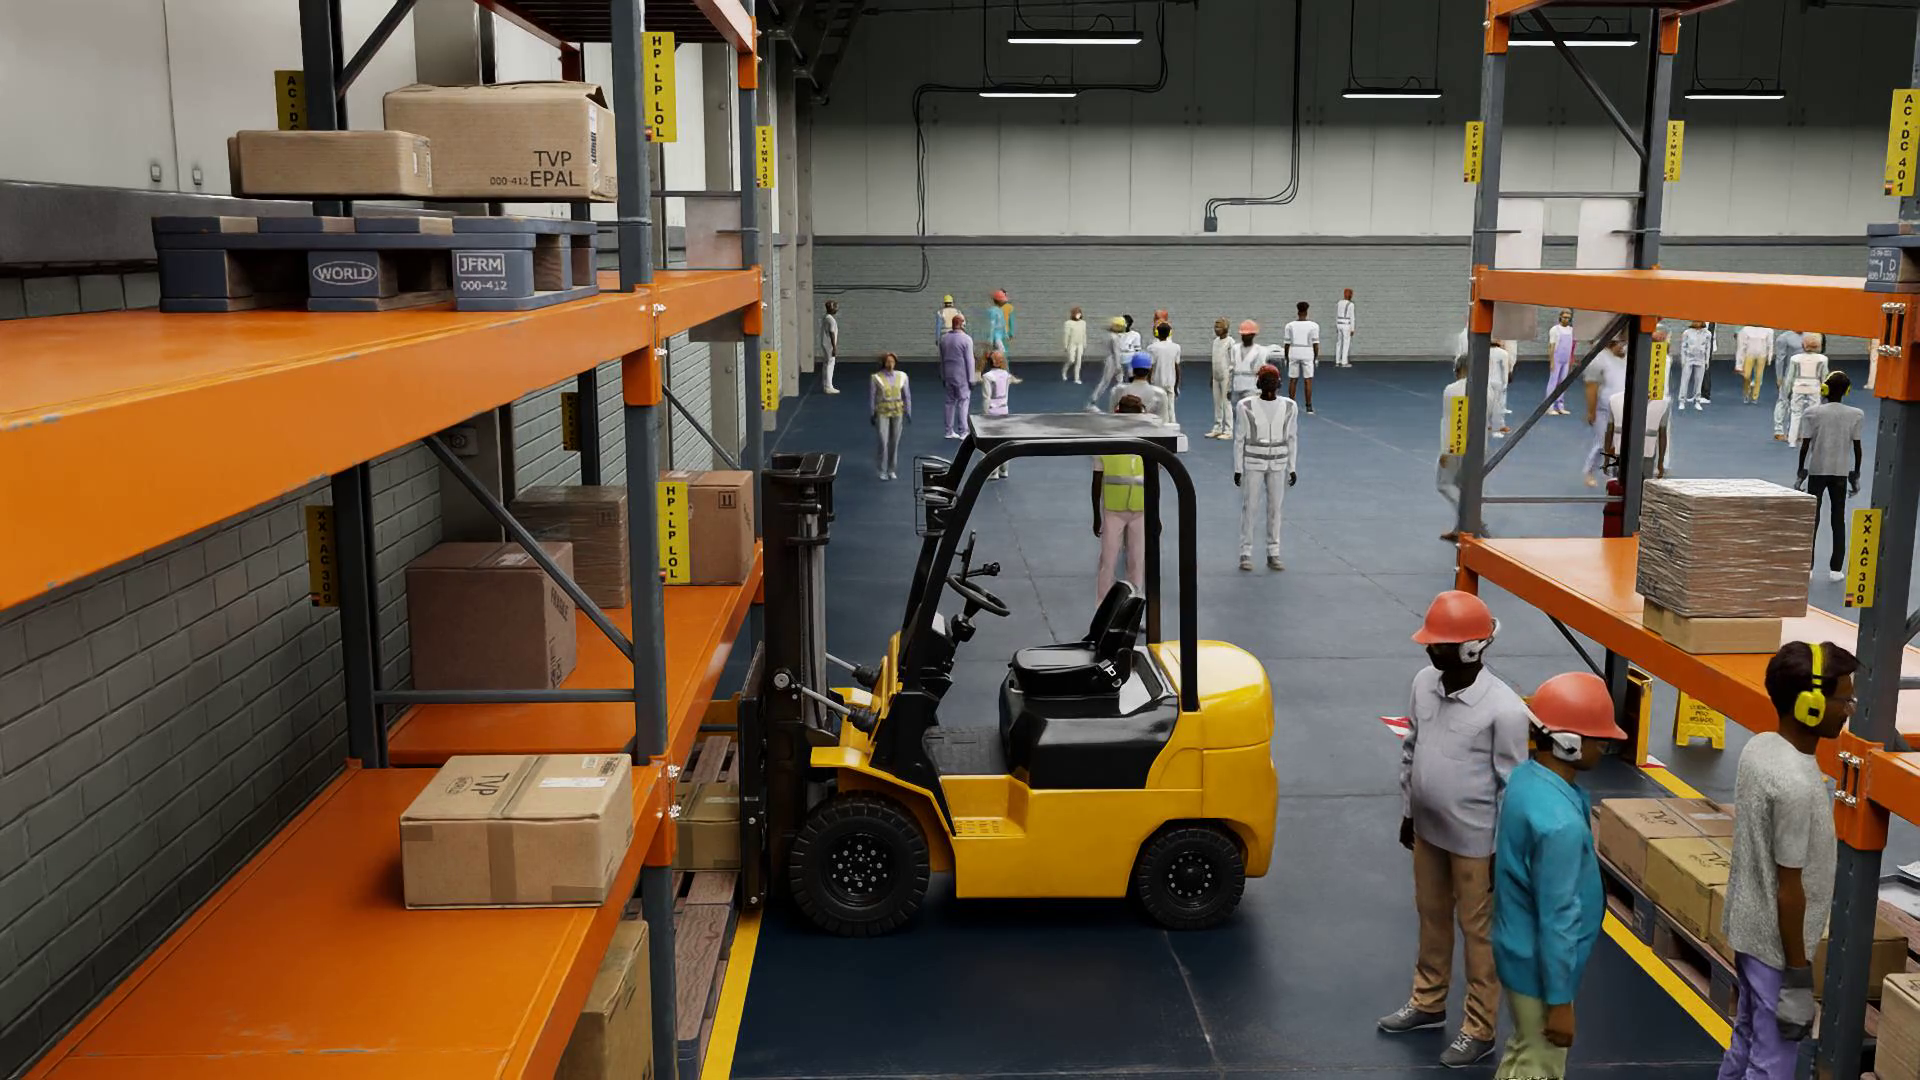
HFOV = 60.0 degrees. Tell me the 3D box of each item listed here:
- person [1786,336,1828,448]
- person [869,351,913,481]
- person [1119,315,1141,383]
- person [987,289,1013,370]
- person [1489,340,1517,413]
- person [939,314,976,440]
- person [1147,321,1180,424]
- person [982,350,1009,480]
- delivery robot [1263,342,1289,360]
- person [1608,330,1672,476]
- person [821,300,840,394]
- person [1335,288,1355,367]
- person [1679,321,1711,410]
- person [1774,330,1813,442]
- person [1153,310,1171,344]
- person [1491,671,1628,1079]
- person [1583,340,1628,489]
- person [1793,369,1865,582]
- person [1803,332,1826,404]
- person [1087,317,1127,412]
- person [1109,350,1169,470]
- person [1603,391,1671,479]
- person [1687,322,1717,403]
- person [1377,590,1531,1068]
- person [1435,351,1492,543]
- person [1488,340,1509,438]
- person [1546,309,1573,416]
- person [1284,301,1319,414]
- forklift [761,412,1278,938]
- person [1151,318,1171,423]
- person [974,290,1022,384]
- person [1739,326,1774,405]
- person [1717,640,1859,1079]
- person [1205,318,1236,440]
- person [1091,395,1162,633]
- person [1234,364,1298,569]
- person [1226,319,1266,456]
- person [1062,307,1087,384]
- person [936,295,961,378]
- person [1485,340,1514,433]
[{"bbox_3d":[12.223,-2.120,24.026,0.524,1.632,0.314,5,12,28],"label":"person"},{"bbox_3d":[-0.847,-1.541,20.831,0.518,1.619,0.624,-4,11,-20],"label":"person"},{"bbox_3d":[2.966,-3.174,29.713,0.575,1.691,0.362,5,11,26],"label":"person"},{"bbox_3d":[0.936,-4.780,38.078,0.611,1.901,0.572,-4,11,-20],"label":"person"},{"bbox_3d":[9.440,-3.156,29.024,0.386,1.911,0.589,-7,12,-35],"label":"person"},{"bbox_3d":[-0.018,-2.457,25.153,0.646,1.900,0.400,10,14,44],"label":"person"},{"bbox_3d":[2.873,-2.169,23.615,0.520,1.873,0.333,-2,10,-10],"label":"person"},{"bbox_3d":[0.438,-1.572,20.930,0.313,1.642,0.513,8,13,36],"label":"person"},{"bbox_3d":[7.621,-4.569,40.390,0.707,0.478,0.477,5,11,24],"label":"delivery robot"},{"bbox_3d":[8.727,-1.733,21.198,0.747,1.860,0.613,-1,10,-8],"label":"person"},{"bbox_3d":[-2.568,-3.806,32.851,0.341,1.838,0.501,-5,11,-24],"label":"person"},{"bbox_3d":[9.203,-5.061,39.720,0.373,1.879,0.586,-6,12,-29],"label":"person"},{"bbox_3d":[13.101,-3.185,29.632,0.484,1.745,0.307,2,10,13],"label":"person"},{"bbox_3d":[12.488,-2.435,24.910,0.636,1.939,0.364,-3,11,-17],"label":"person"},{"bbox_3d":[3.271,-2.791,27.043,0.340,1.882,0.585,2,10,10],"label":"person"},{"bbox_3d":[1.772,1.241,4.986,0.343,1.741,0.573,3,10,14],"label":"person"},{"bbox_3d":[7.843,-1.579,19.858,0.704,2.000,0.541,-2,10,-12],"label":"person"},{"bbox_3d":[7.661,-0.568,14.682,0.531,1.876,0.318,4,11,20],"label":"person"},{"bbox_3d":[15.700,-3.441,30.837,0.643,1.824,0.495,-1,10,-3],"label":"person"},{"bbox_3d":[2.655,-3.058,29.130,0.899,1.695,0.484,2,10,11],"label":"person"},{"bbox_3d":[1.754,-0.910,16.458,0.612,1.928,0.786,1,10,6],"label":"person"},{"bbox_3d":[6.465,-0.778,15.936,0.565,1.846,0.390,5,11,24],"label":"person"},{"bbox_3d":[13.847,-3.504,30.970,0.392,1.908,0.595,-1,10,-4],"label":"person"},{"bbox_3d":[1.796,1.040,6.072,0.338,1.748,0.566,-5,11,-25],"label":"person"},{"bbox_3d":[4.993,-0.894,16.418,0.639,1.915,0.515,-6,12,-32],"label":"person"},{"bbox_3d":[8.123,-2.375,25.426,0.497,1.633,0.287,7,12,32],"label":"person"},{"bbox_3d":[10.351,-3.056,28.640,0.505,1.842,0.349,-5,11,-26],"label":"person"},{"bbox_3d":[5.944,-3.172,28.975,0.609,1.958,0.374,4,11,22],"label":"person"},{"bbox_3d":[0.291,0.548,7.580,2.313,2.155,1.214,0,10,-2],"label":"forklift"},{"bbox_3d":[3.014,-2.366,24.759,0.373,1.863,0.652,3,11,17],"label":"person"},{"bbox_3d":[0.752,-4.268,35.036,1.078,1.977,0.607,2,10,10],"label":"person"},{"bbox_3d":[14.584,-3.340,30.452,0.547,1.747,0.591,4,11,23],"label":"person"},{"bbox_3d":[2.396,1.203,4.842,0.329,1.869,0.511,2,10,13],"label":"person"},{"bbox_3d":[3.966,-2.433,25.156,0.327,1.843,0.514,-6,12,-30],"label":"person"},{"bbox_3d":[1.269,-0.199,12.728,0.564,1.839,0.395,-3,10,-14],"label":"person"},{"bbox_3d":[2.786,-0.662,15.182,0.585,1.882,0.337,-1,10,-3],"label":"person"},{"bbox_3d":[4.053,-2.142,23.342,0.560,1.919,0.697,9,14,41],"label":"person"},{"bbox_3d":[2.415,-4.117,35.186,0.500,1.616,0.462,-6,12,-28],"label":"person"},{"bbox_3d":[-0.254,-4.442,36.393,0.601,1.828,0.404,-4,11,-20],"label":"person"},{"bbox_3d":[8.400,-2.664,26.027,0.376,1.996,0.612,-7,12,-35],"label":"person"}]
